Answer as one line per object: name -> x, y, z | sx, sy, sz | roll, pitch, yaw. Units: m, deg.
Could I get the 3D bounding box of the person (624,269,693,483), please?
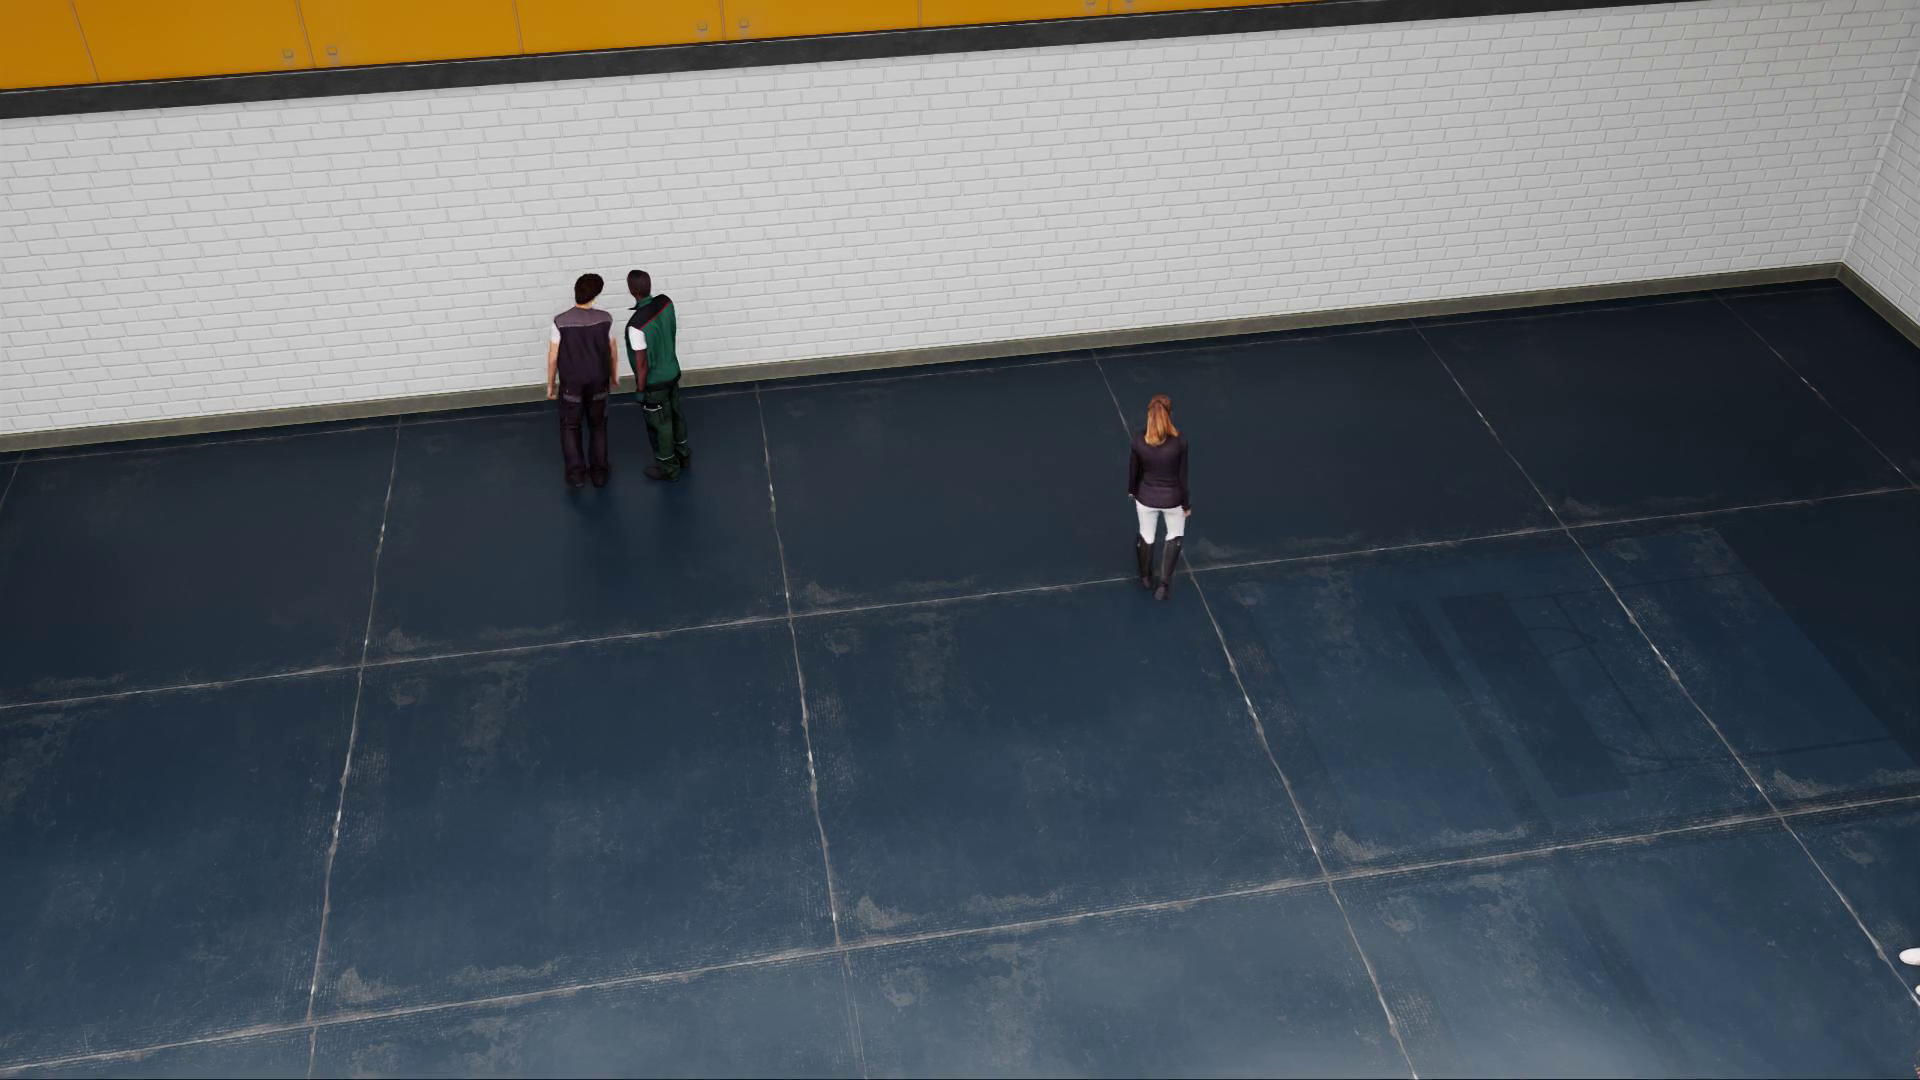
person -> -2.342, -1.270, 12.856 | 0.839, 1.837, 0.733 | 15, 41, 18

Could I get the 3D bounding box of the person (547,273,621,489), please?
person -> -2.892, -1.188, 12.776 | 0.776, 1.808, 0.689 | -19, 42, -22

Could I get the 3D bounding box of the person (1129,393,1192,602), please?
person -> 1.412, -0.272, 11.695 | 0.773, 1.725, 0.888 | 6, 39, 8
